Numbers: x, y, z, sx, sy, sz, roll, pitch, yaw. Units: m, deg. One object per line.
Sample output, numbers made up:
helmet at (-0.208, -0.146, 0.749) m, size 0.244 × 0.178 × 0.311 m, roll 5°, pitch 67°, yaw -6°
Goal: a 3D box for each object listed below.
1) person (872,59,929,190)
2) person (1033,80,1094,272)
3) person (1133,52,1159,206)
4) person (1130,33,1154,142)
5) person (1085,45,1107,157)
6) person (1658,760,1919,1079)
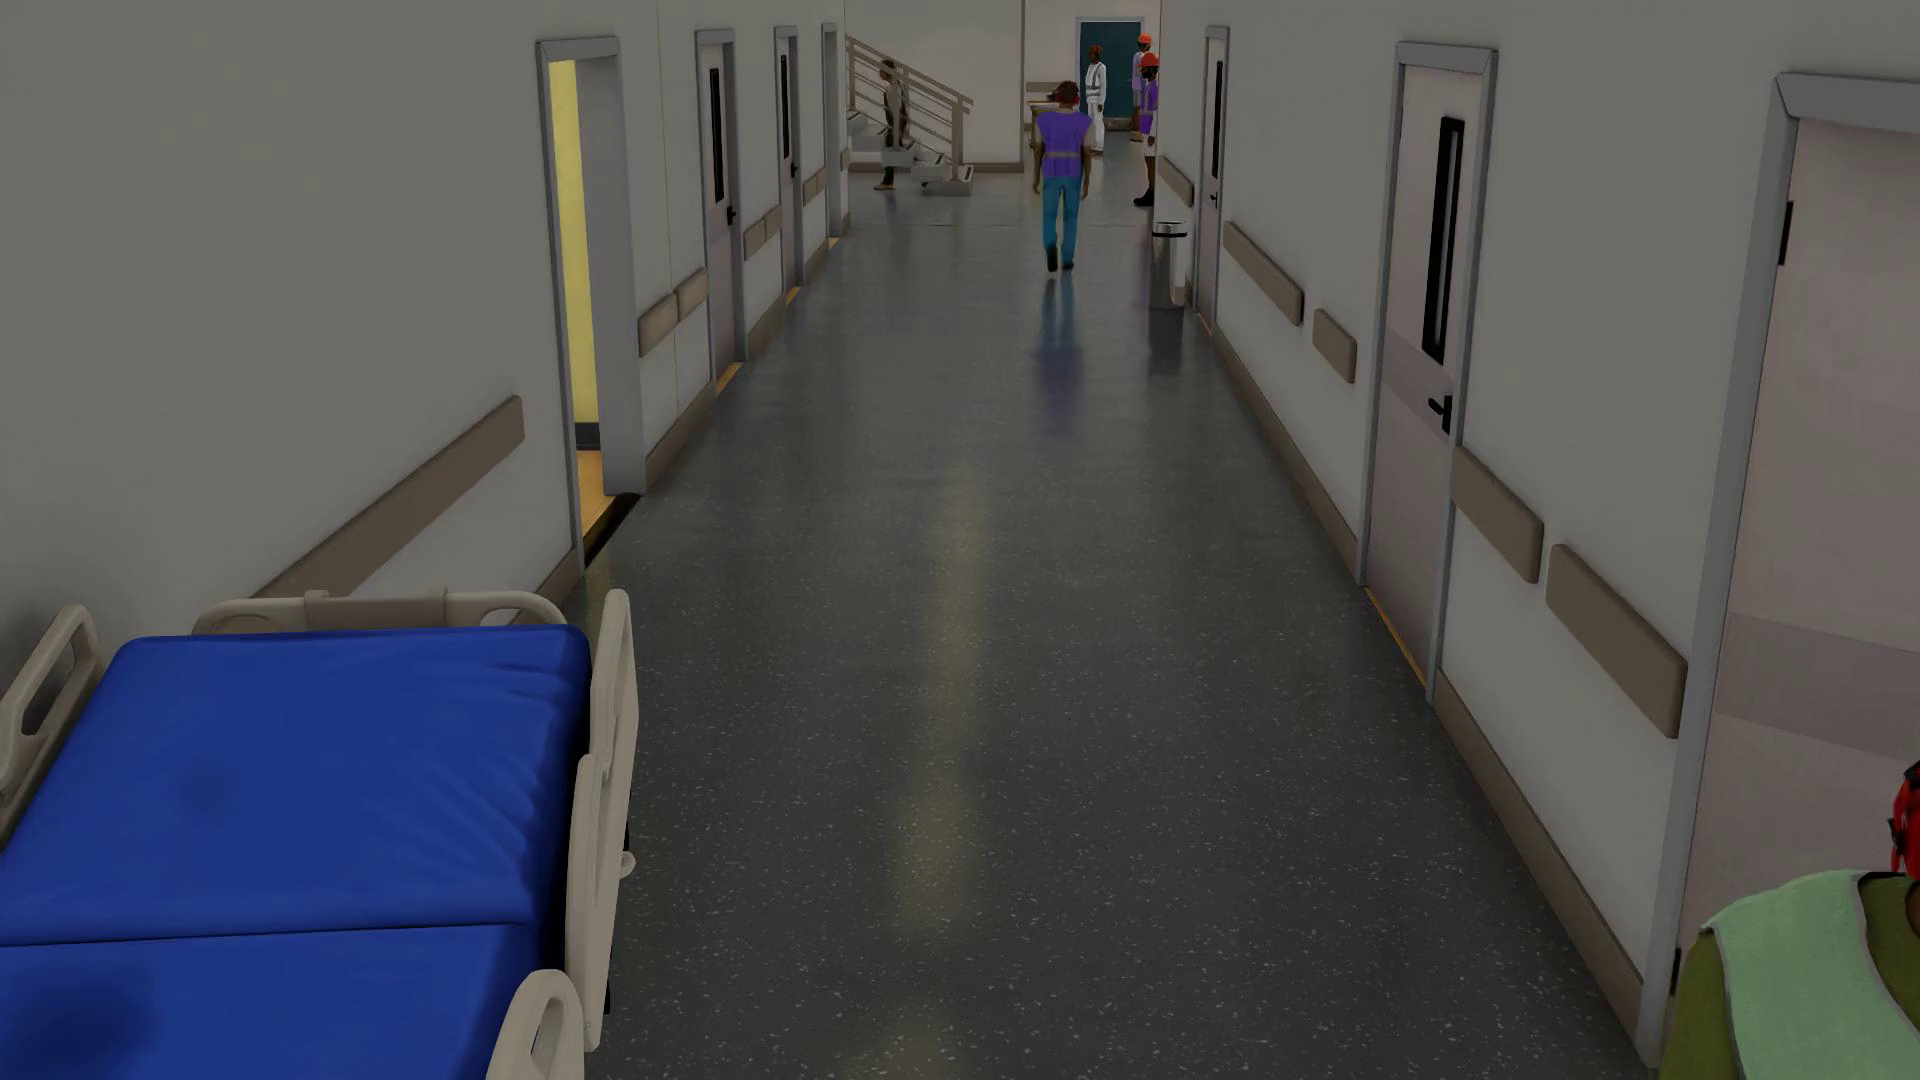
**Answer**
person at (-0.820, -5.822, 23.380) m, size 0.786 × 1.809 × 0.539 m, roll 0°, pitch 18°, yaw 0°
person at (0.984, -3.479, 15.980) m, size 0.574 × 1.826 × 0.754 m, roll 2°, pitch 18°, yaw 6°
person at (2.442, -5.302, 21.525) m, size 0.361 × 1.935 × 0.553 m, roll 0°, pitch 18°, yaw 0°
person at (3.527, -8.745, 32.173) m, size 0.393 × 2.041 × 0.614 m, roll -2°, pitch 18°, yaw -8°
person at (2.344, -7.624, 28.912) m, size 0.360 × 1.883 × 0.574 m, roll -6°, pitch 19°, yaw -19°
person at (1.086, 0.971, 2.026) m, size 0.571 × 1.815 × 0.544 m, roll 1°, pitch 18°, yaw 5°
